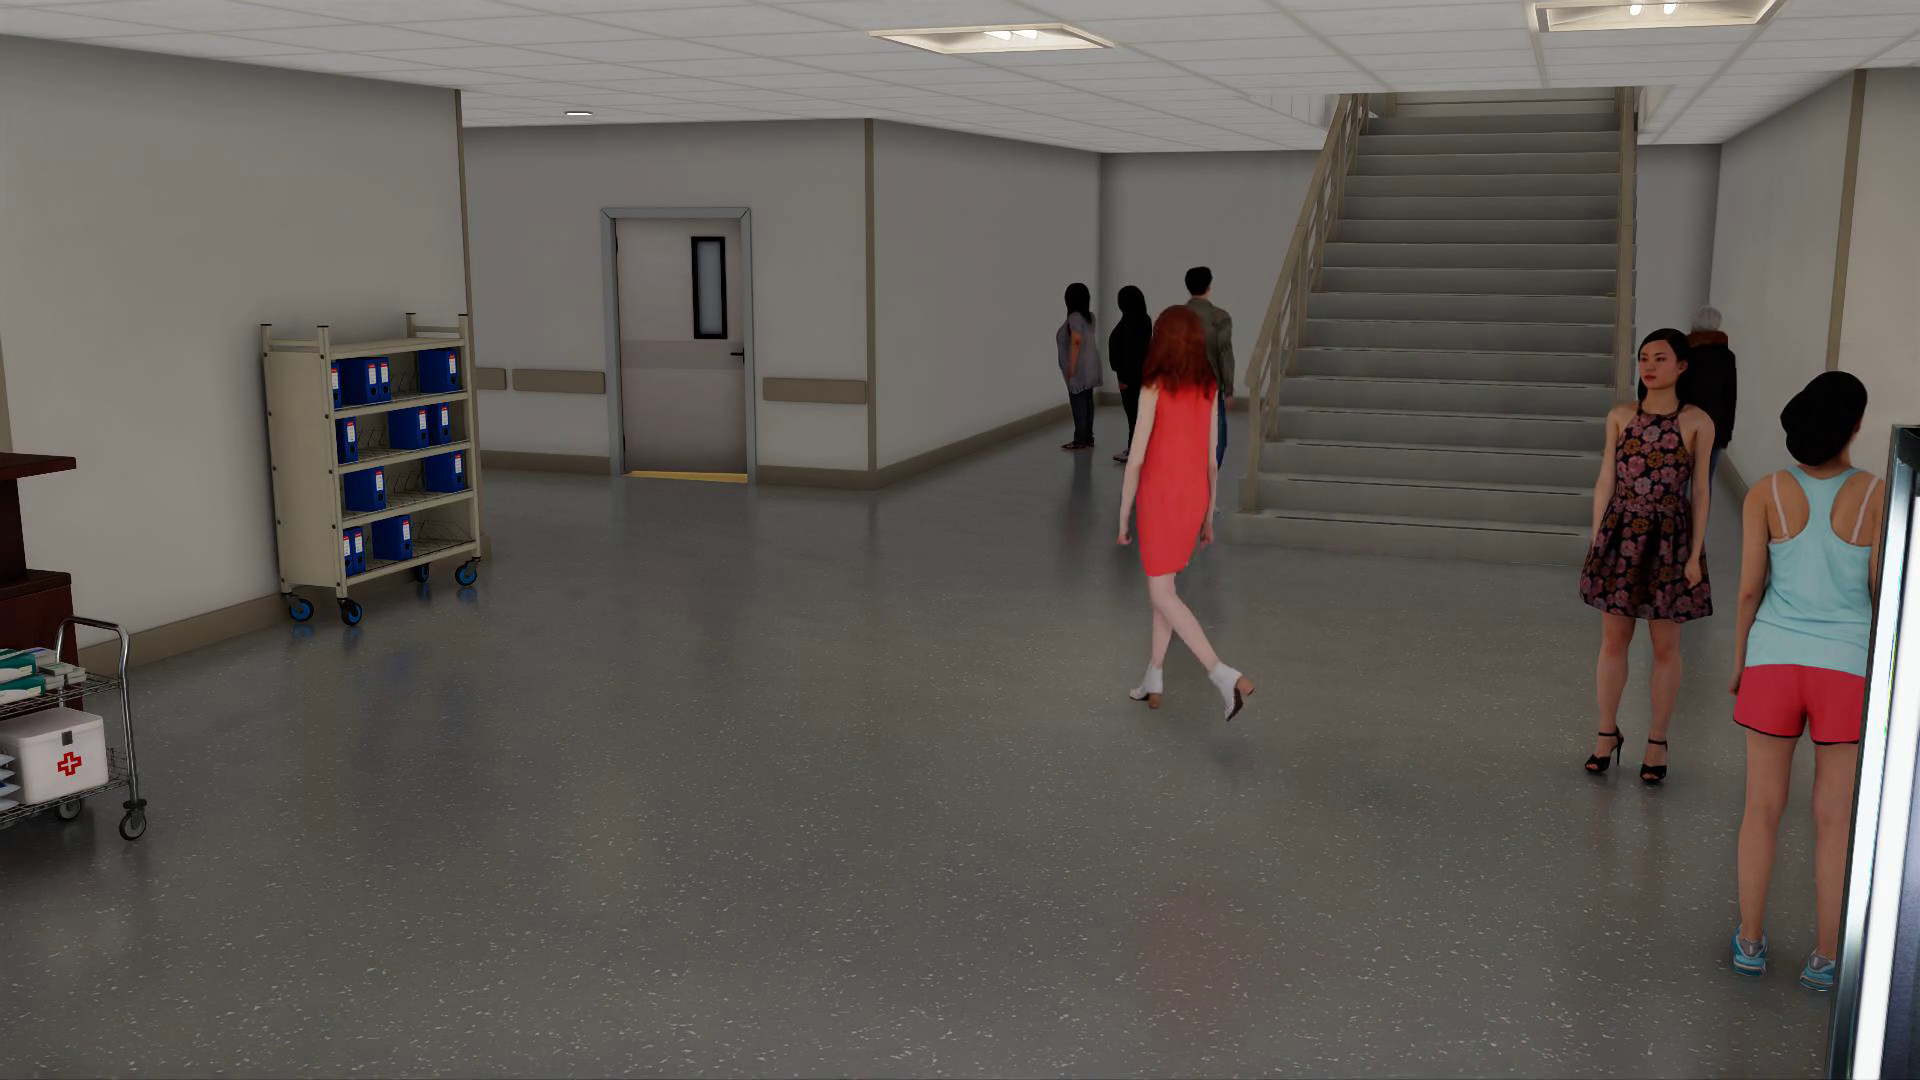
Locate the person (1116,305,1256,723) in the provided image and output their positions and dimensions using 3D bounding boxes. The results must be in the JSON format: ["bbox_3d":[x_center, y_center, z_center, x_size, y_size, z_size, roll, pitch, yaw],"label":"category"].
[{"bbox_3d":[0.960,-0.065,7.097,1.106,1.797,1.093,-7,13,-32],"label":"person"}]

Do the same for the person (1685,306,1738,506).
[{"bbox_3d":[4.926,-0.714,11.072,0.641,1.589,1.024,4,11,18],"label":"person"}]

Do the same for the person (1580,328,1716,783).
[{"bbox_3d":[2.672,0.068,6.461,0.754,1.773,0.776,8,13,37],"label":"person"}]

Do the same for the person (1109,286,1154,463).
[{"bbox_3d":[1.611,-1.529,15.308,0.725,1.612,0.581,5,12,25],"label":"person"}]

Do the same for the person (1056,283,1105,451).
[{"bbox_3d":[1.184,-1.703,16.229,0.729,1.609,0.632,6,12,27],"label":"person"}]

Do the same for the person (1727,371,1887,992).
[{"bbox_3d":[2.432,0.397,4.751,0.663,1.765,0.676,8,13,36],"label":"person"}]

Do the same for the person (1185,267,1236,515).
[{"bbox_3d":[1.709,-1.056,12.154,0.749,1.859,0.669,6,12,27],"label":"person"}]
